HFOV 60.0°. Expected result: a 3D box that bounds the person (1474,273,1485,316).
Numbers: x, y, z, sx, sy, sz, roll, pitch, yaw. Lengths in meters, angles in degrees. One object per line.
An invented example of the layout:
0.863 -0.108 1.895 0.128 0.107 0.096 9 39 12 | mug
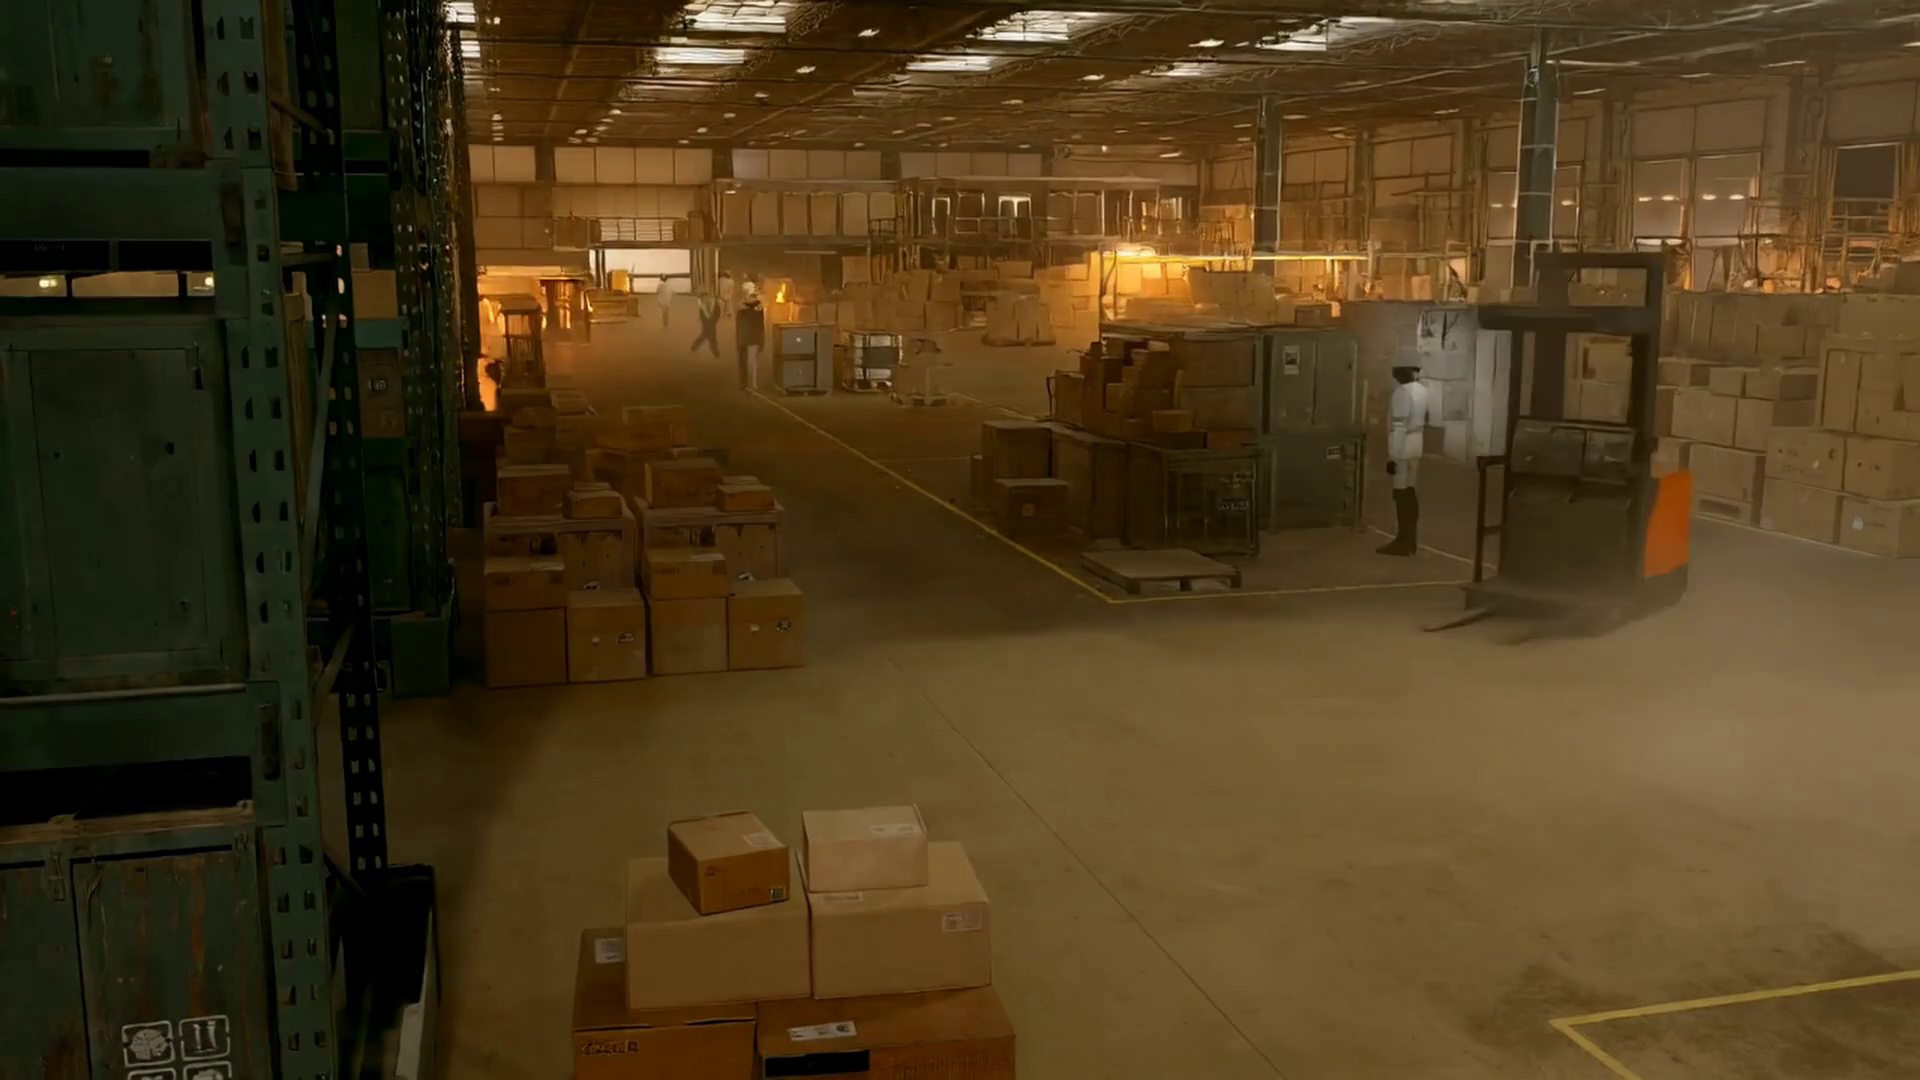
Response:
18.457 -8.468 58.862 0.654 1.922 0.546 7 12 33 | person

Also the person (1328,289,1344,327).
8.805 -4.915 38.825 0.345 1.882 0.584 -8 13 -39 | person

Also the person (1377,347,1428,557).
4.109 -0.816 15.461 0.356 1.936 0.551 7 12 36 | person

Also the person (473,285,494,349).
-13.280 -6.159 46.121 0.583 1.798 0.902 5 11 26 | person

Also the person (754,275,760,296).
-7.218 -8.630 60.037 0.541 1.830 0.842 2 10 13 | person

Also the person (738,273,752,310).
-7.990 -9.001 61.931 0.598 1.900 0.481 -6 12 -33 | person

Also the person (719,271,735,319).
-9.269 -9.724 65.965 0.625 1.922 0.996 8 13 39 | person

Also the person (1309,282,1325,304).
11.873 -7.729 55.317 0.535 1.690 0.320 5 11 25 | person

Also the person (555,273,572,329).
-13.785 -8.298 57.831 0.553 1.935 0.364 -3 11 -18 | person

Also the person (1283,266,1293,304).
15.680 -12.212 80.040 0.867 1.913 0.645 5 11 27 | person

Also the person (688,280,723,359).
-6.502 -5.620 42.374 0.798 2.000 0.688 -3 10 -14 | person

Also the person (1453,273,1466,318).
19.838 -9.670 65.924 0.623 1.823 0.752 -1 10 -5 | person

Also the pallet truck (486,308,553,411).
-6.242 -2.418 24.362 0.823 1.965 1.885 1 10 3 | pallet truck

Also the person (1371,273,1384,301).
16.177 -9.449 64.668 0.609 1.823 0.637 -8 13 -40 | person

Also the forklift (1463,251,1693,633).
4.952 -0.855 13.015 1.129 2.768 1.873 9 13 41 | forklift

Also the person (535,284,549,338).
-13.194 -7.230 52.481 0.319 1.694 0.570 4 11 20 | person

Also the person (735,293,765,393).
-4.132 -3.848 32.547 0.638 1.961 0.757 2 10 10 | person

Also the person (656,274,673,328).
-10.539 -8.513 59.202 0.580 1.880 1.006 -4 11 -22 | person

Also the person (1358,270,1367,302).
19.077 -11.892 78.770 0.483 1.734 0.490 6 12 32 | person

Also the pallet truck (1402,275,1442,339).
14.620 -7.324 52.145 0.823 1.965 1.885 8 13 40 | pallet truck

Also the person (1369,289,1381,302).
9.261 -4.688 37.460 0.407 1.918 0.584 3 11 18 | person

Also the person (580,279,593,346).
-10.800 -6.562 48.053 0.386 1.918 0.595 -1 10 -4 | person

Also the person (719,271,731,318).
-9.460 -9.887 67.010 0.530 1.875 0.323 -4 11 -22 | person
